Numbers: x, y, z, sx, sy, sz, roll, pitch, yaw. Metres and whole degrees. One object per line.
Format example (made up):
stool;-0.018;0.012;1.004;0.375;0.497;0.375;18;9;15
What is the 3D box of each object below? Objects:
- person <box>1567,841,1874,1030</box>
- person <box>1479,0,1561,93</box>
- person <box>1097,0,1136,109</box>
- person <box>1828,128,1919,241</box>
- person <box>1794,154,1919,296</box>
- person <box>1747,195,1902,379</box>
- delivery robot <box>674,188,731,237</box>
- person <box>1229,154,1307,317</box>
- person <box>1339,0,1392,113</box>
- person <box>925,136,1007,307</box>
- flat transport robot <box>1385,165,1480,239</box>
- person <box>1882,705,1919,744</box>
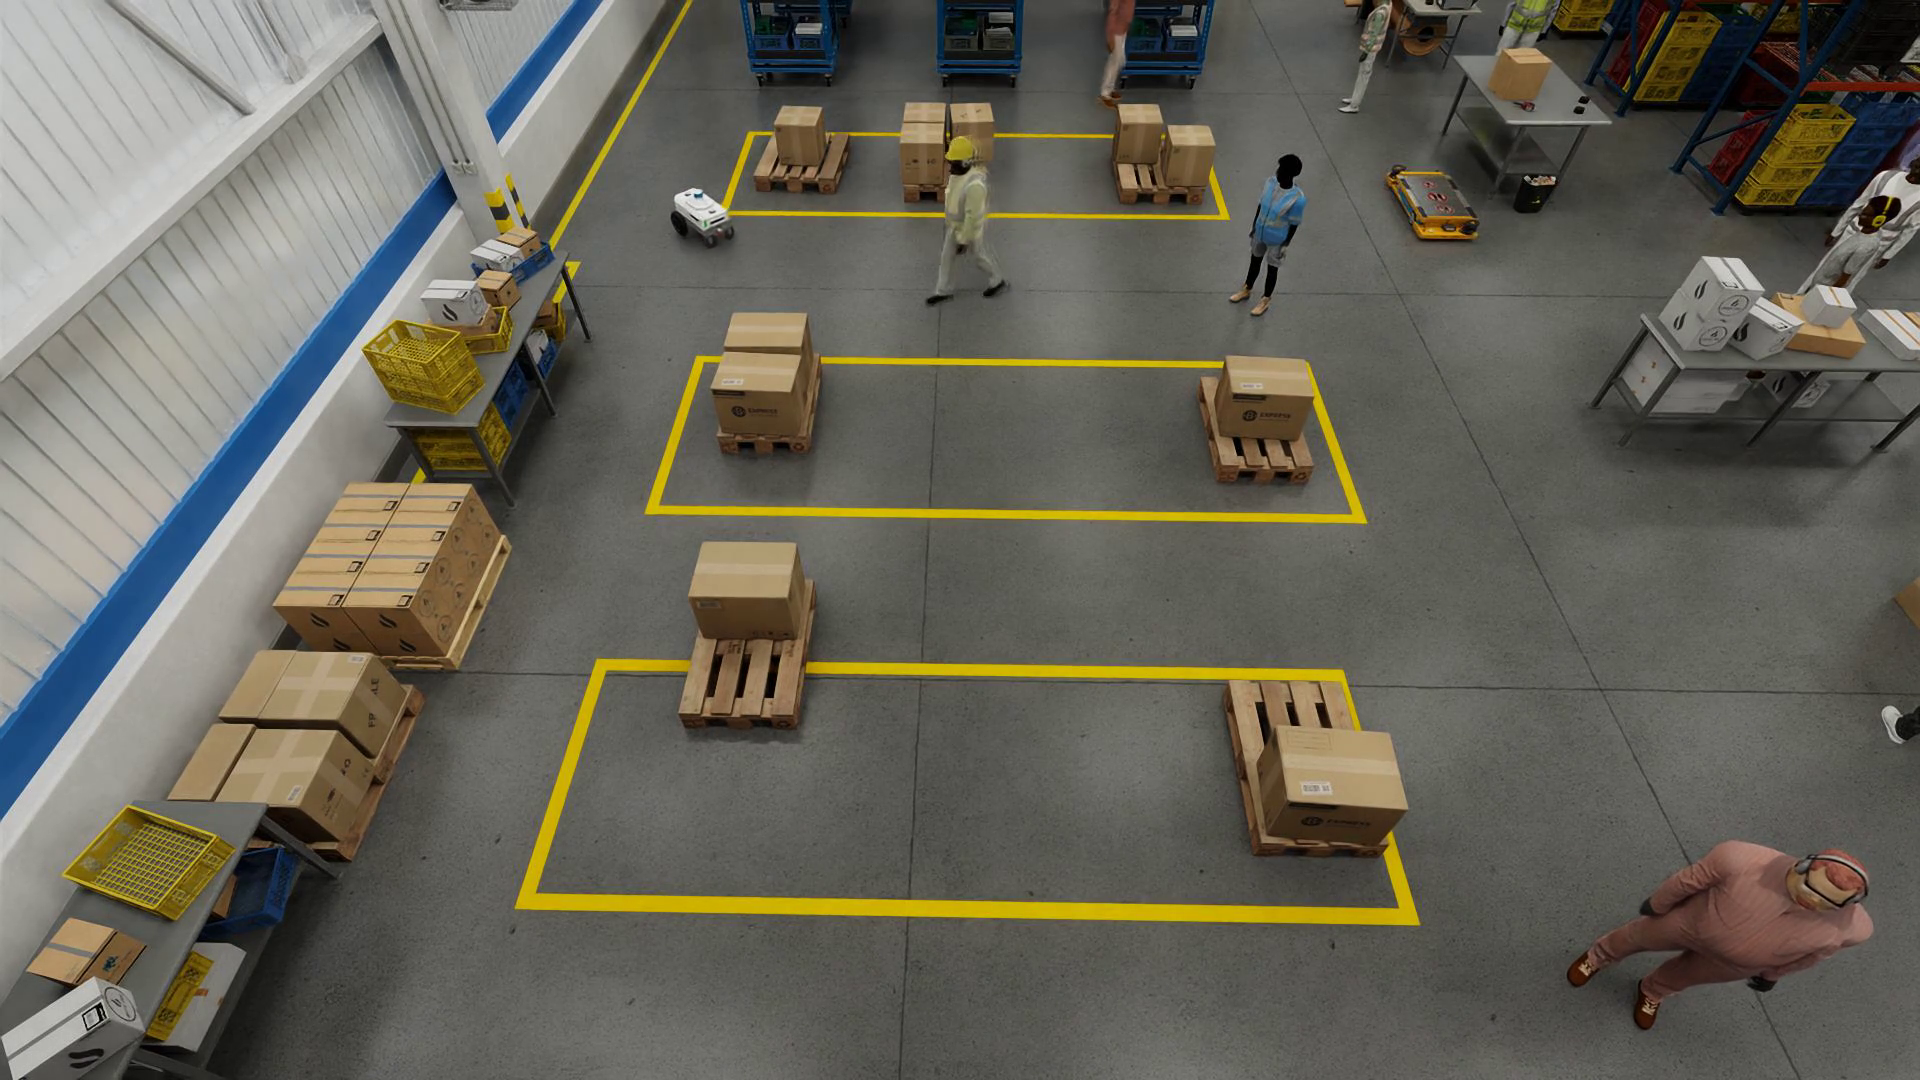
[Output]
person;3.866;2.035;4.680;0.644;1.907;0.399;33;57;25
person;7.777;-7.082;12.622;0.631;1.836;0.429;19;52;16
person;2.174;-6.896;12.380;0.534;1.962;0.630;23;53;19
person;10.277;-3.971;9.872;0.529;1.920;0.666;2;49;2
person;8.900;-2.944;9.010;0.342;1.878;0.579;-26;54;-21
person;7.898;-2.287;8.449;0.329;1.866;0.514;30;55;23
delivery robot;-2.967;-3.783;10.543;0.477;0.478;0.707;-34;57;-26
person;3.132;-3.063;9.232;0.321;1.691;0.530;-26;54;-21
person;5.530;-6.641;12.365;0.308;1.638;0.511;20;52;17
person;0.088;-3.207;9.296;0.890;1.795;0.585;-22;53;-18
flat transport robot;5.692;-4.094;11.059;0.652;0.197;1.431;1;49;1
person;6.747;0.775;5.764;0.593;1.916;0.391;25;54;20
